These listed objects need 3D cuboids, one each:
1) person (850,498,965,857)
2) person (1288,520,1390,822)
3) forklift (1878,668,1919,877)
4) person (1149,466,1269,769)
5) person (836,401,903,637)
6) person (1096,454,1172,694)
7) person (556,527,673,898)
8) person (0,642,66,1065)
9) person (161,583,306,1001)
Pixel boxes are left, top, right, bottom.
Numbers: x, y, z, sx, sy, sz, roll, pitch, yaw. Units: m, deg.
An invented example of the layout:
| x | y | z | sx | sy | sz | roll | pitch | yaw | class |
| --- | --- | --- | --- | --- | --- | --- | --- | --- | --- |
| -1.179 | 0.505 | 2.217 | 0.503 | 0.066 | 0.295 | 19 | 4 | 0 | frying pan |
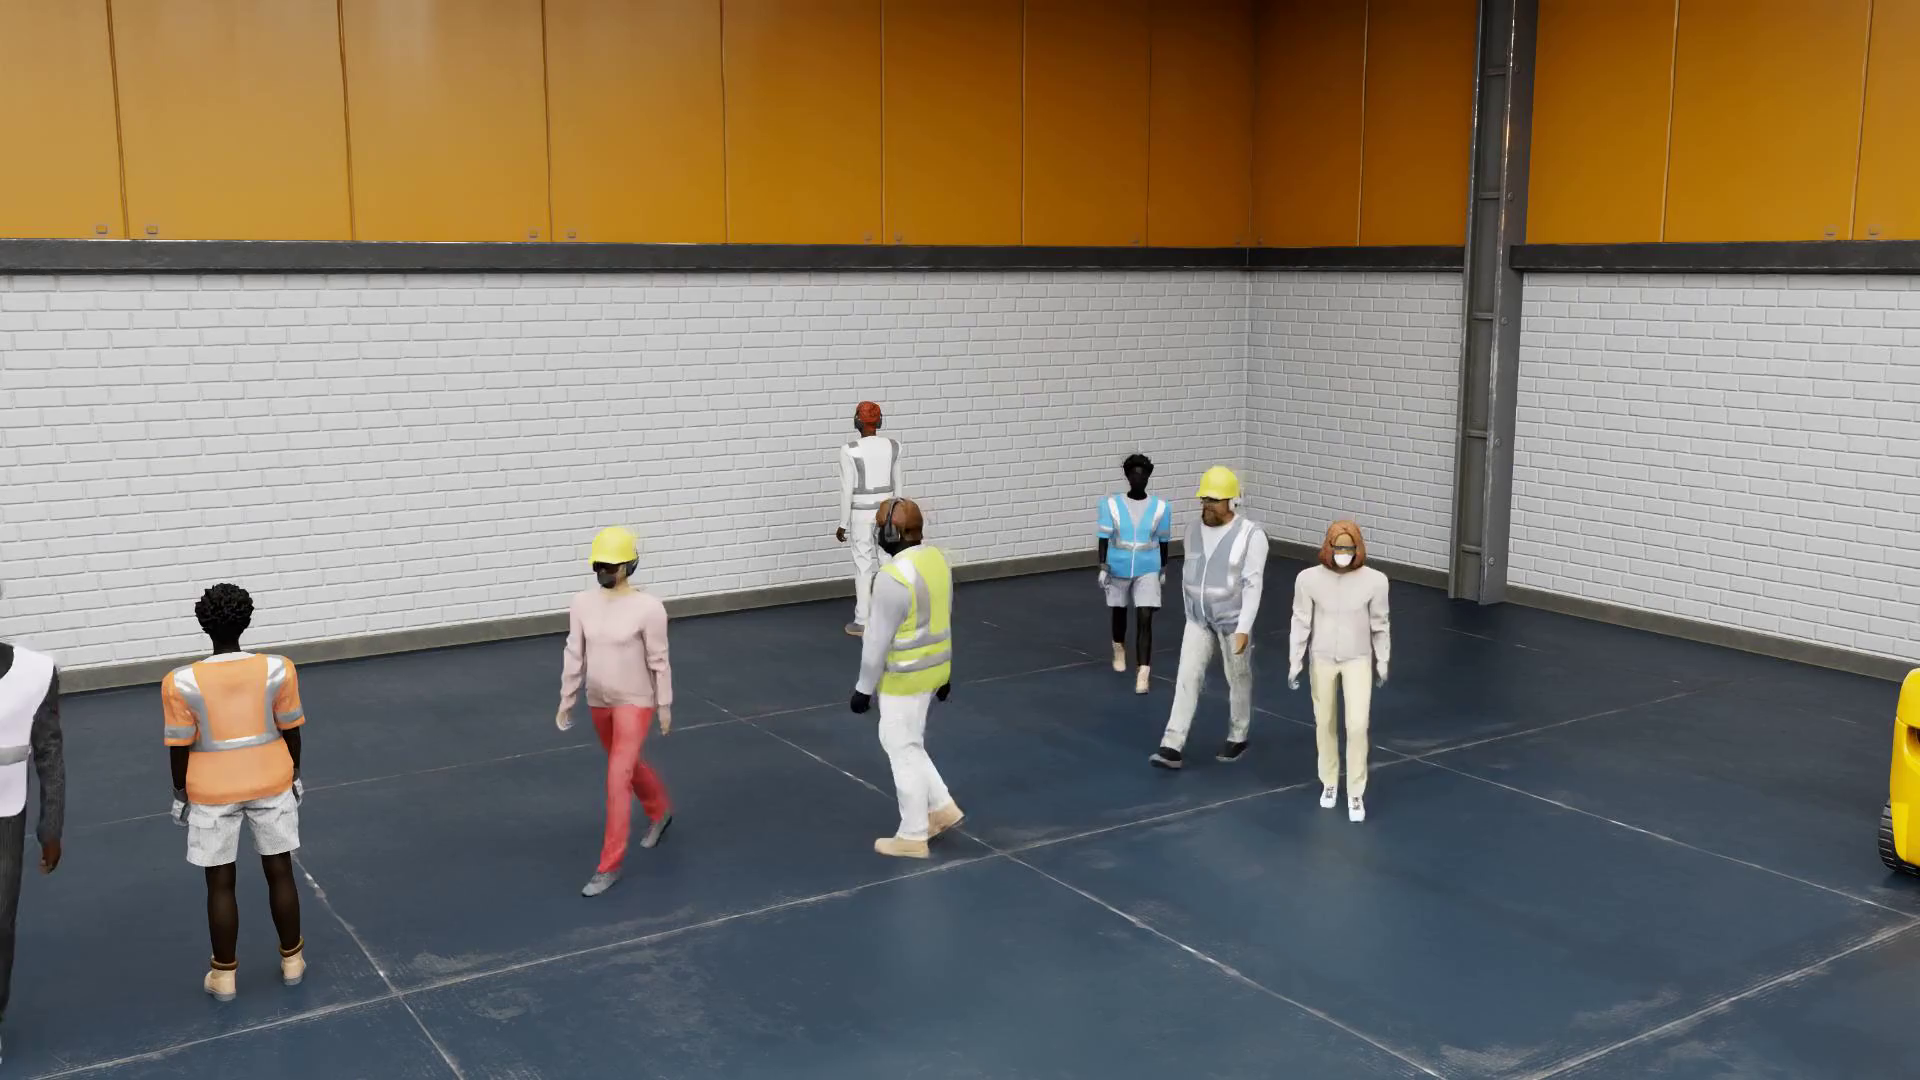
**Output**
| x | y | z | sx | sy | sz | roll | pitch | yaw | class |
| --- | --- | --- | --- | --- | --- | --- | --- | --- | --- |
| -0.276 | 0.697 | 8.279 | 0.449 | 1.824 | 0.625 | 3 | 10 | 19 | person |
| 2.026 | 0.695 | 8.918 | 0.517 | 1.611 | 0.619 | 3 | 10 | 17 | person |
| 5.511 | 0.571 | 7.906 | 2.313 | 2.155 | 1.214 | -6 | 11 | -33 | forklift |
| 1.458 | 0.472 | 9.694 | 0.595 | 1.787 | 0.891 | 8 | 12 | 38 | person |
| -0.720 | -0.167 | 13.288 | 0.574 | 1.883 | 0.355 | -6 | 11 | -32 | person |
| 1.226 | 0.196 | 11.786 | 0.525 | 1.657 | 0.893 | 1 | 9 | 6 | person |
| -1.636 | 0.768 | 8.132 | 0.527 | 1.727 | 0.887 | 4 | 10 | 24 | person |
| -3.547 | 1.038 | 5.985 | 0.624 | 1.890 | 0.563 | -6 | 11 | -30 | person |
| -2.921 | 1.013 | 6.737 | 0.533 | 1.697 | 0.319 | -6 | 11 | -32 | person |
